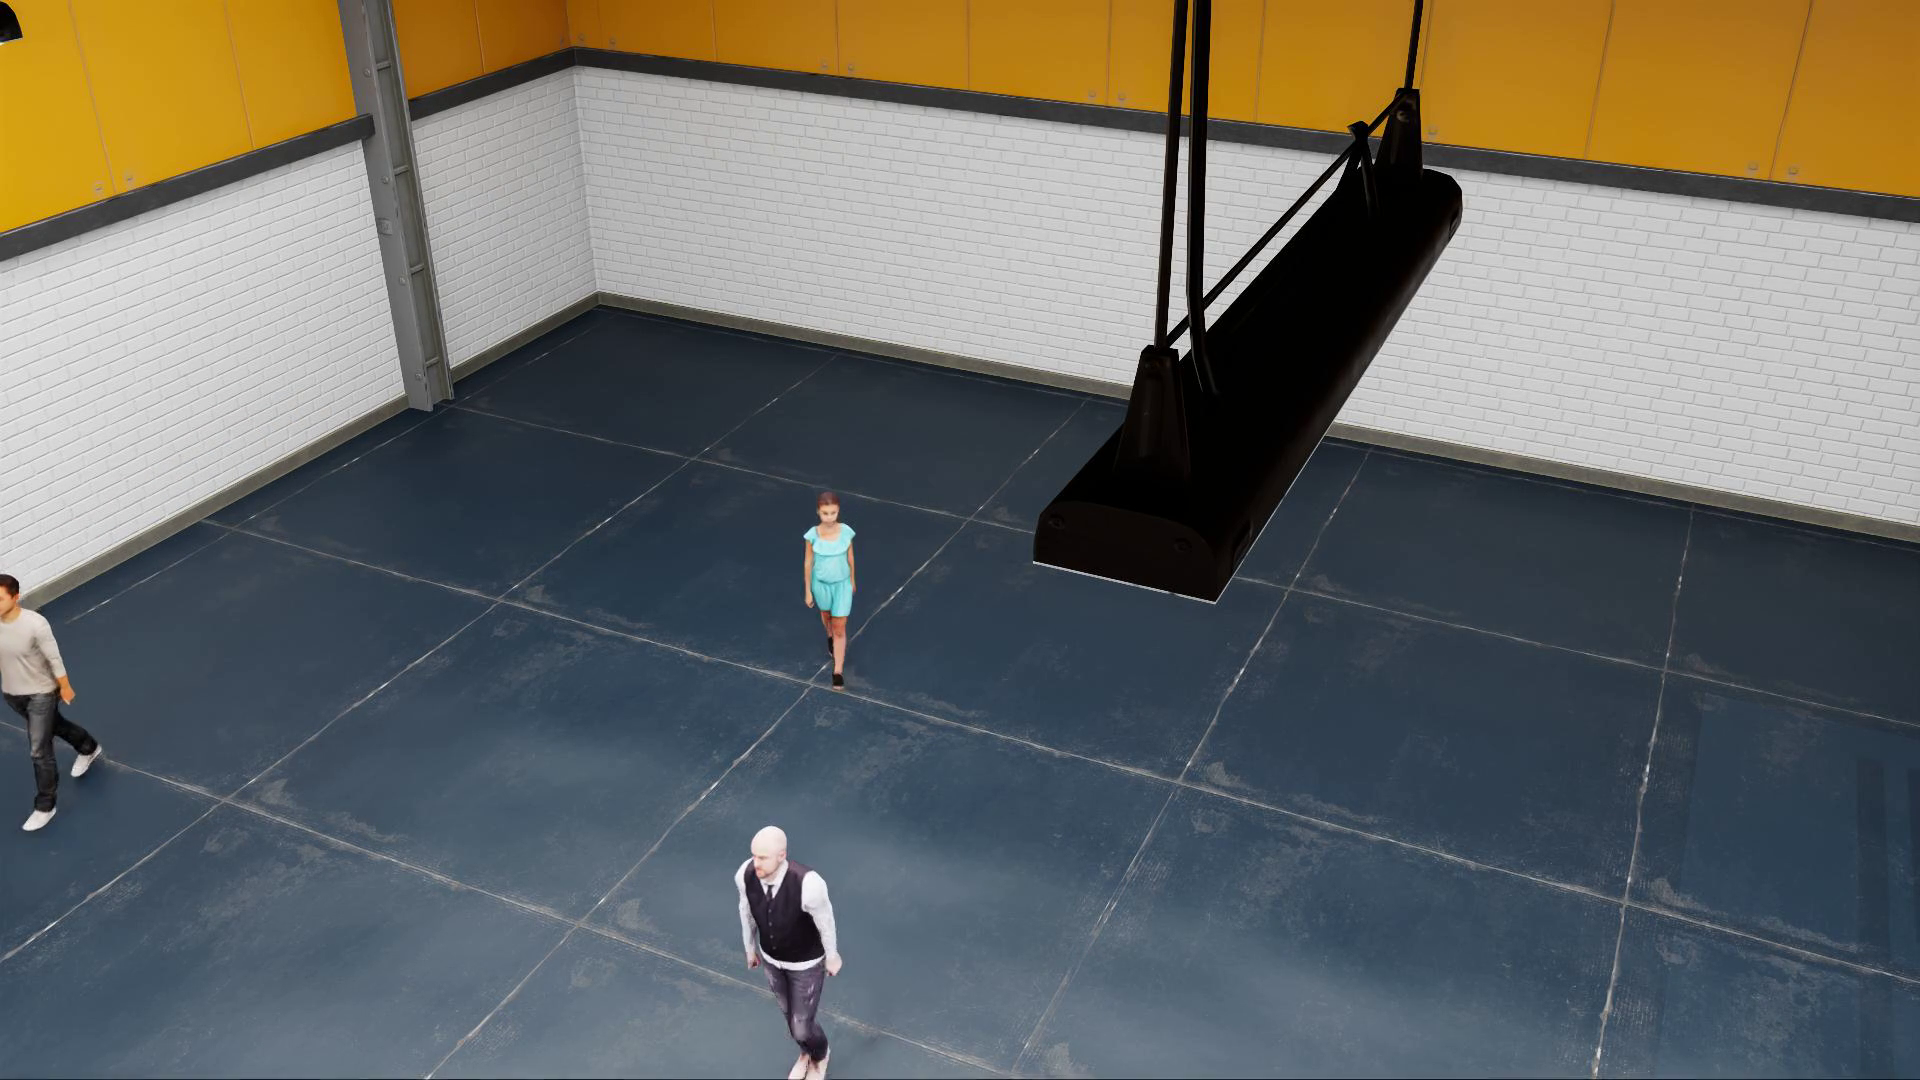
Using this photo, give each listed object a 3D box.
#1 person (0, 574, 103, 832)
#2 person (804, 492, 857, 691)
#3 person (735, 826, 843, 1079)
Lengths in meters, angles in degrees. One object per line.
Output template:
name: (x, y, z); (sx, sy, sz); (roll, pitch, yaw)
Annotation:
person: (-6.230, 0.972, 11.272); (0.836, 1.767, 1.207); (6, 29, 10)
person: (-0.992, 0.319, 12.731); (0.904, 1.518, 1.133); (-2, 29, -4)
person: (-0.858, 2.217, 8.961); (0.697, 1.795, 0.644); (13, 31, 22)
